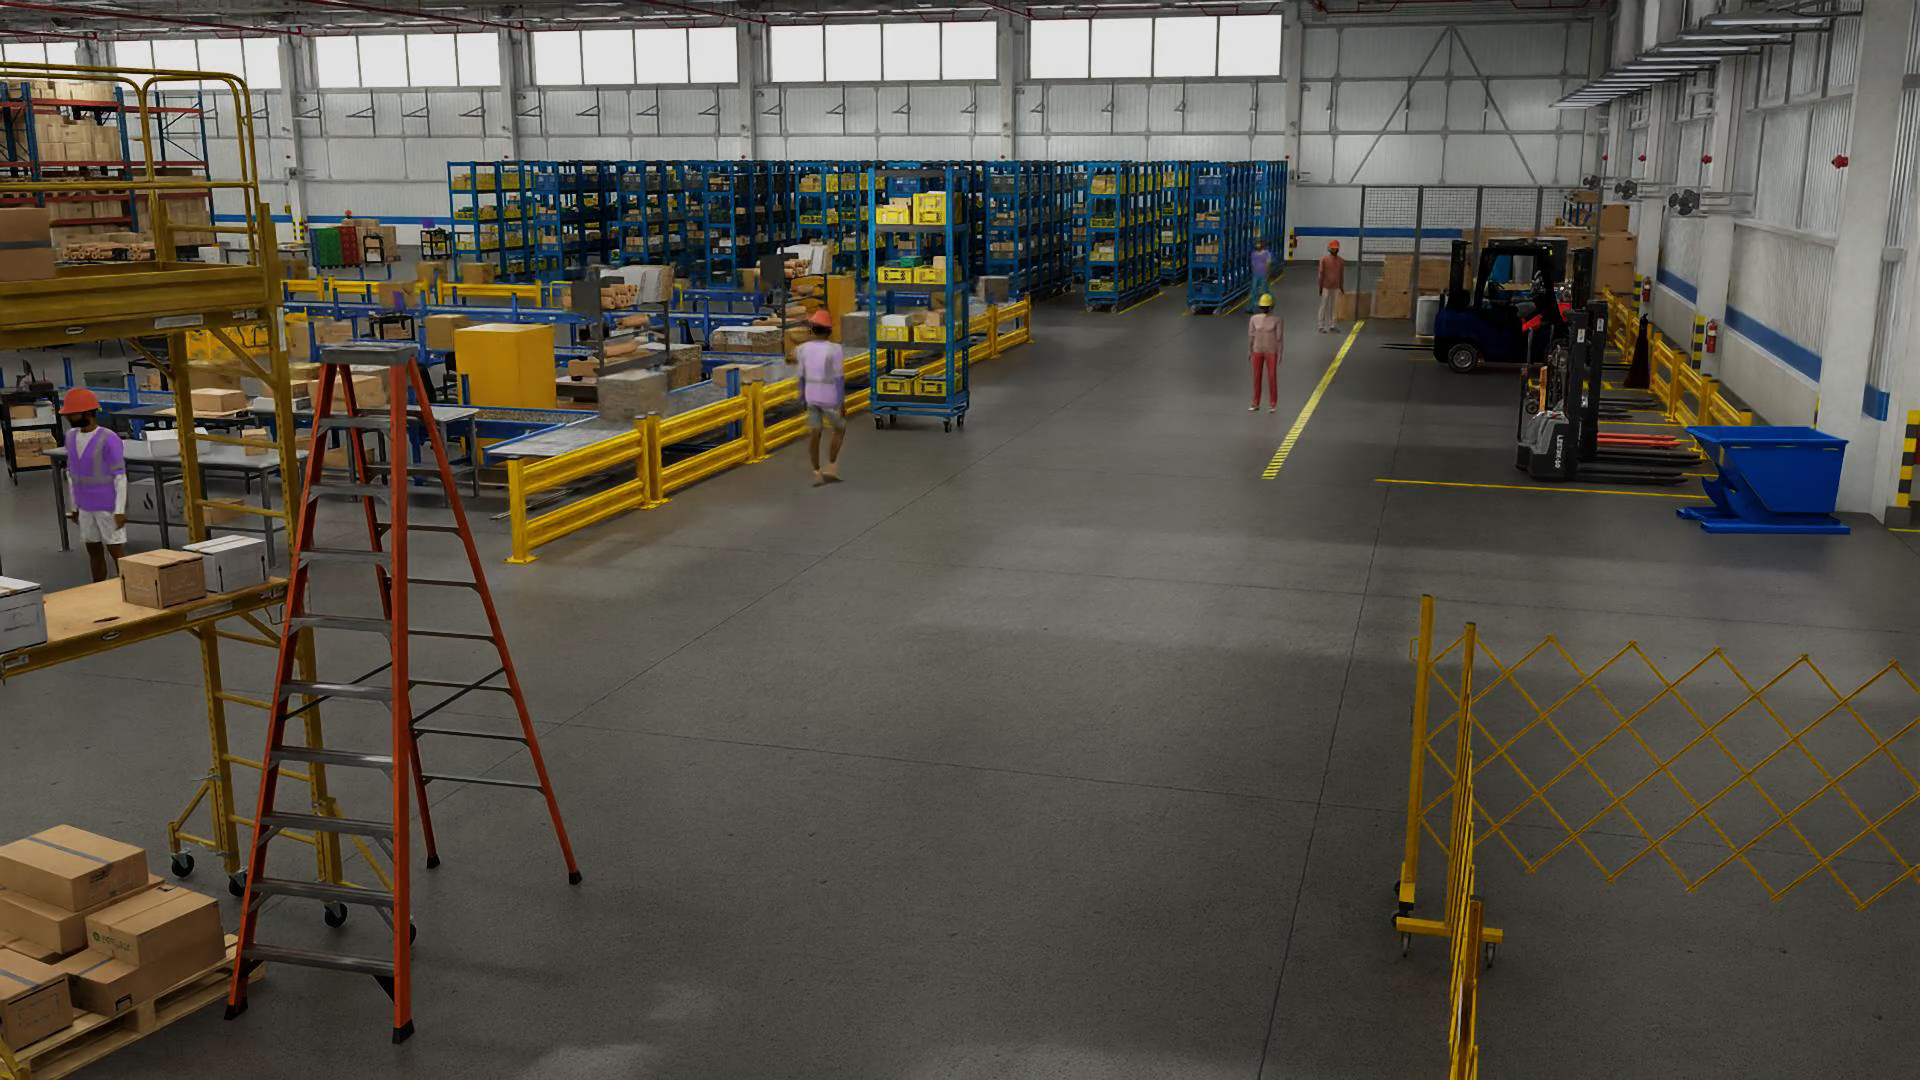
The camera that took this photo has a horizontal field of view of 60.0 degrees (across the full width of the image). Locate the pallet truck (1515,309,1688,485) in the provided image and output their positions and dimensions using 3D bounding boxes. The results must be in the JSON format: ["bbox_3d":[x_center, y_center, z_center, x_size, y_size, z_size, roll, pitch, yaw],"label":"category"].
[{"bbox_3d":[7.554,-1.677,19.446,1.885,1.965,0.823,3,13,14],"label":"pallet truck"}]

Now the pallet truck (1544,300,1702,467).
[{"bbox_3d":[8.263,-1.952,20.631,1.885,1.965,0.823,5,14,20],"label":"pallet truck"}]

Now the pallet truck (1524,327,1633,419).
[{"bbox_3d":[9.065,-2.460,24.370,1.522,1.261,0.704,3,13,14],"label":"pallet truck"}]

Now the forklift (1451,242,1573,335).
[{"bbox_3d":[10.464,-4.597,31.405,2.680,1.987,1.157,4,14,16],"label":"forklift"}]

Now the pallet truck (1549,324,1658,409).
[{"bbox_3d":[9.824,-2.669,25.407,1.601,1.201,0.680,4,14,16],"label":"pallet truck"}]

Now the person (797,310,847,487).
[{"bbox_3d":[-1.551,-1.632,19.172,0.635,2.029,0.524,6,15,26],"label":"person"}]

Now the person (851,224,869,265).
[{"bbox_3d":[-2.989,-8.564,49.551,0.600,1.830,0.403,-4,14,-17],"label":"person"}]

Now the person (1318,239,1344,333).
[{"bbox_3d":[7.974,-5.441,35.706,0.611,1.996,0.378,-4,14,-18],"label":"person"}]

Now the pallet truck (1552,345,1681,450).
[{"bbox_3d":[8.641,-1.896,21.908,1.630,1.274,0.653,4,14,16],"label":"pallet truck"}]

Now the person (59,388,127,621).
[{"bbox_3d":[-7.057,-0.288,13.585,0.545,1.933,0.376,5,14,19],"label":"person"}]

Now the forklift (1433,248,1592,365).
[{"bbox_3d":[9.780,-4.111,29.280,2.680,1.987,1.157,3,13,14],"label":"forklift"}]

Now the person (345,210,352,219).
[{"bbox_3d":[-22.832,-11.458,62.222,0.327,1.752,0.562,5,14,20],"label":"person"}]

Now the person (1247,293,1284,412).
[{"bbox_3d":[4.526,-2.779,24.716,0.538,1.765,0.320,7,15,26],"label":"person"}]

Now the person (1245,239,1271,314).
[{"bbox_3d":[7.252,-6.367,40.166,0.572,1.797,0.976,9,16,35],"label":"person"}]
